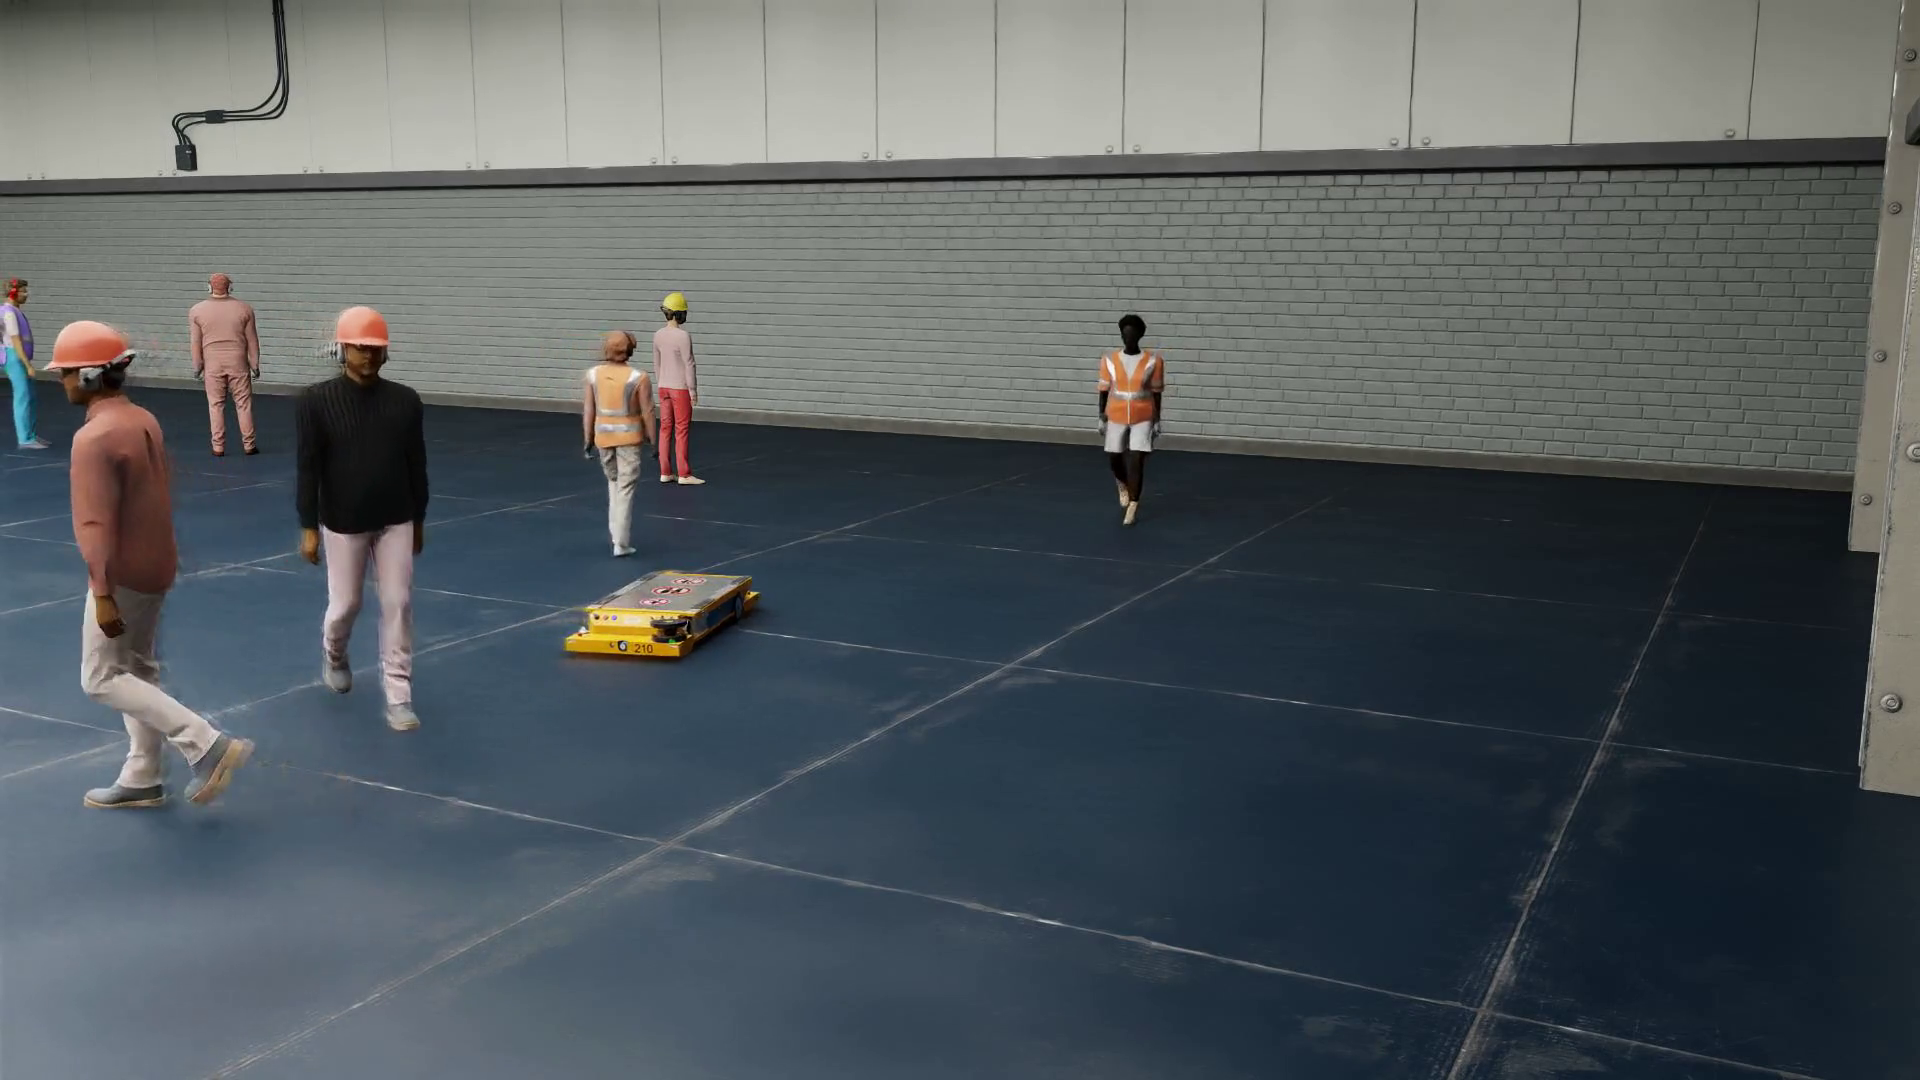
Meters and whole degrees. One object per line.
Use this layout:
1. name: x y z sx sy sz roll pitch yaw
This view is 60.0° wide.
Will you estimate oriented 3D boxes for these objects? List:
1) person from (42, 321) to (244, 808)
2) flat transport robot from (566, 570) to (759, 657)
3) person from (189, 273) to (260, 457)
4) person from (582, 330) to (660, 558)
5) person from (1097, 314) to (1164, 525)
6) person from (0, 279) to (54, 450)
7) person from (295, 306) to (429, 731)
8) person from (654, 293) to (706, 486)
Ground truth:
1. person: -3.214 0.127 6.541 0.591 1.975 0.624 -1 10 -4
2. flat transport robot: -1.693 0.405 9.666 0.652 0.197 1.431 2 11 10
3. person: -7.651 -1.822 17.352 0.652 1.904 0.405 -4 11 -22
4. person: -2.411 -0.700 11.988 0.547 1.619 0.551 3 11 17
5. person: 1.380 -0.986 13.408 0.535 1.679 0.602 3 11 15
6. person: -10.071 -1.872 17.818 0.446 1.838 0.581 -4 11 -23
7. person: -2.818 -0.117 7.858 0.626 1.978 0.746 -7 13 -34
8. person: -2.606 -1.383 15.338 0.525 1.769 0.311 9 14 40
